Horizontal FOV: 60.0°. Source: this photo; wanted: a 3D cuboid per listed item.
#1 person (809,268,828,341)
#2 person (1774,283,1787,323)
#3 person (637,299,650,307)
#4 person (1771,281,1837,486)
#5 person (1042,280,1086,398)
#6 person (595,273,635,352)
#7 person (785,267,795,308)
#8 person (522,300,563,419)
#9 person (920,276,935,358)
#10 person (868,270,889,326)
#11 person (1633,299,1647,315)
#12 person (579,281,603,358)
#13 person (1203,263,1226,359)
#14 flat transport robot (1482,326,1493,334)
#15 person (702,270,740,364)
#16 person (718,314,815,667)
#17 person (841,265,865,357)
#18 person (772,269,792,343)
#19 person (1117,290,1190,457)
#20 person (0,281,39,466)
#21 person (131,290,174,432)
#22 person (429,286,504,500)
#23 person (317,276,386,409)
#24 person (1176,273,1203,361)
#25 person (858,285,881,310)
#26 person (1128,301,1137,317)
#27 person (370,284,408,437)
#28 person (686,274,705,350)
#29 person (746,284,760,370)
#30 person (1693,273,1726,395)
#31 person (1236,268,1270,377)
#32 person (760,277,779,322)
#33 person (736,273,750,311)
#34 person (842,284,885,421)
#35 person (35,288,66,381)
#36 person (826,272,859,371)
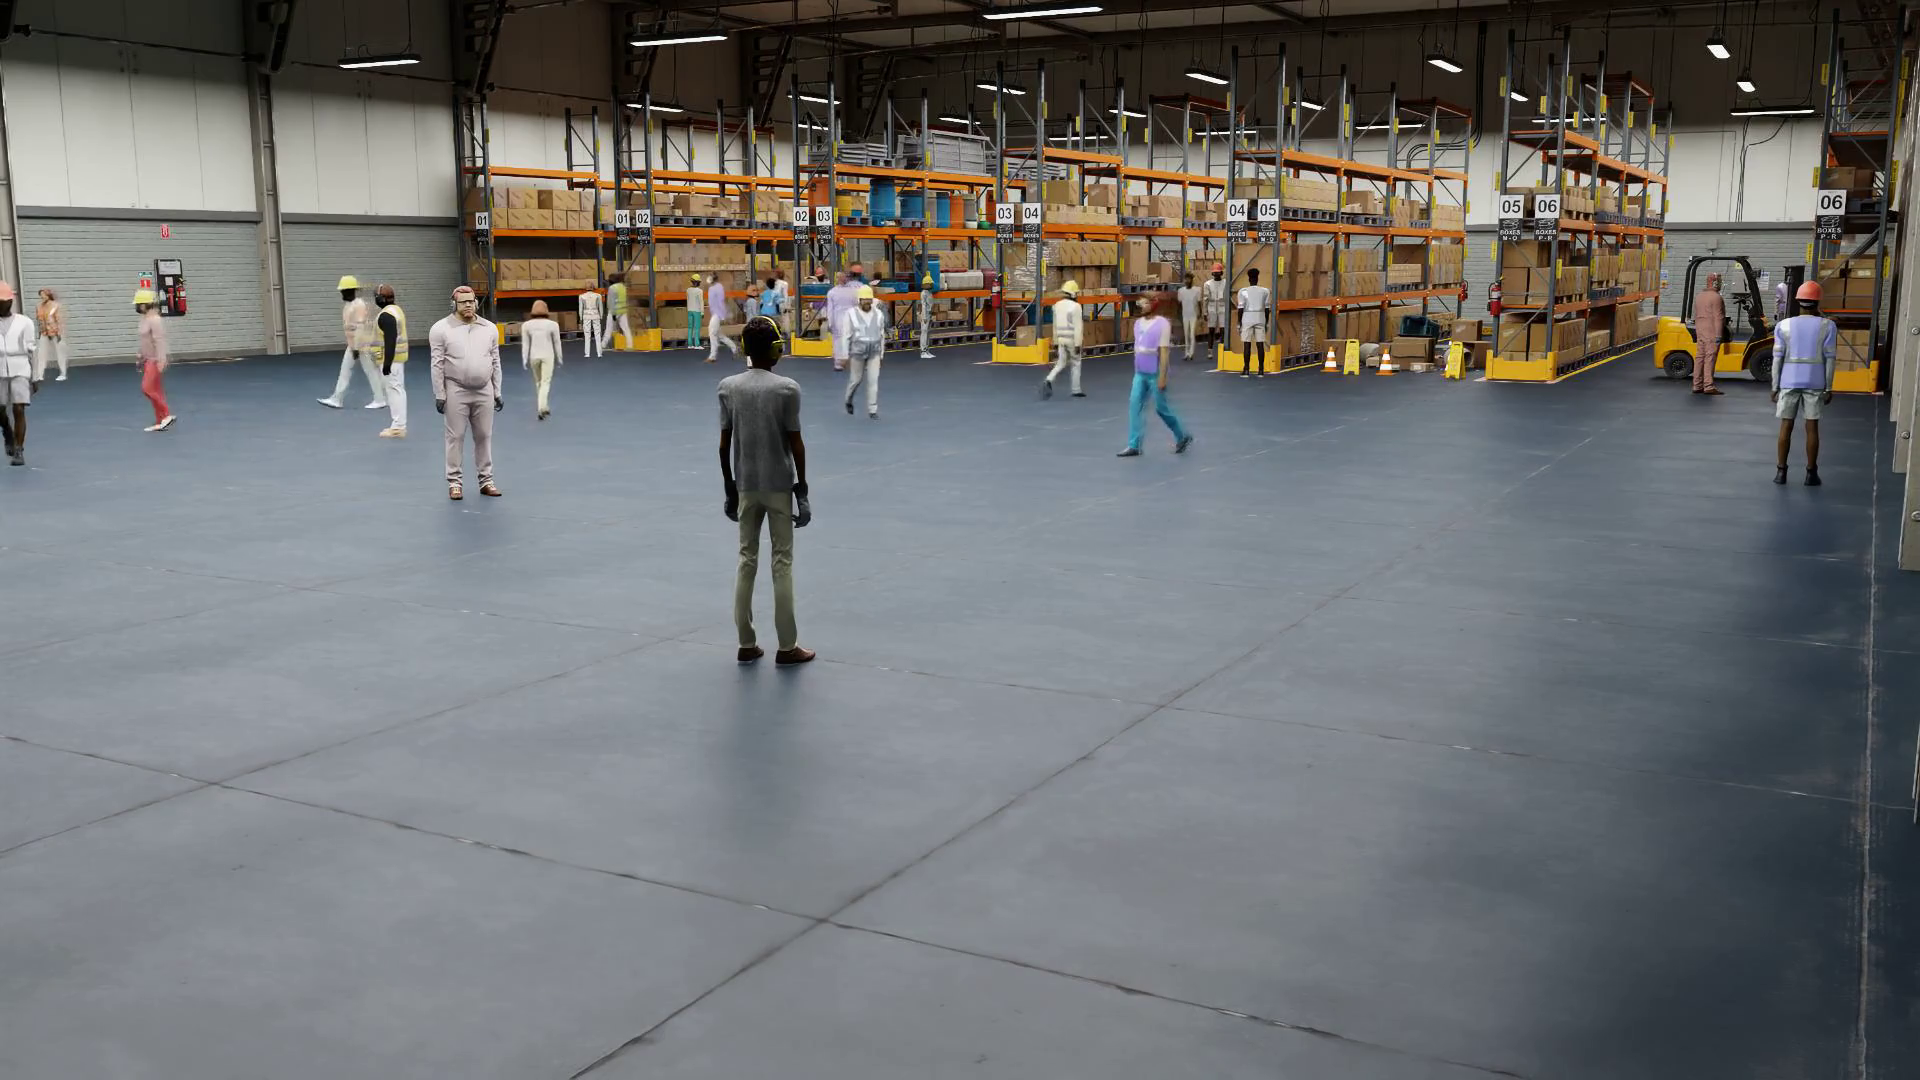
[{"bbox_3d":[-3.450,-5.774,41.144,0.548,1.877,1.018,2,10,12],"label":"person"},{"bbox_3d":[18.391,-5.073,36.916,0.581,1.918,0.405,5,11,25],"label":"person"},{"bbox_3d":[-7.719,-5.690,40.755,0.523,1.832,0.576,5,11,25],"label":"person"},{"bbox_3d":[8.015,-1.484,15.826,0.542,1.939,0.362,6,11,30],"label":"person"},{"bbox_3d":[1.613,-3.042,25.324,0.710,1.812,0.599,-8,12,-39],"label":"person"},{"bbox_3d":[-7.859,-5.182,37.935,1.028,1.781,0.638,5,11,28],"label":"person"},{"bbox_3d":[-5.204,-7.408,50.749,0.663,1.854,0.611,7,12,37],"label":"person"},{"bbox_3d":[-5.617,-2.419,22.319,0.504,1.605,0.840,0,10,1],"label":"person"},{"bbox_3d":[-0.693,-4.769,35.622,0.283,1.746,0.493,2,10,14],"label":"person"},{"bbox_3d":[-2.047,-5.811,41.500,0.637,1.820,0.634,5,11,25],"label":"person"},{"bbox_3d":[18.001,-6.239,44.036,0.996,1.820,0.549,9,13,42],"label":"person"},{"bbox_3d":[-7.910,-4.725,35.679,0.514,1.640,0.310,-3,10,-16],"label":"person"},{"bbox_3d":[5.440,-4.834,35.167,0.604,2.038,0.404,2,10,14],"label":"person"},{"bbox_3d":[14.333,-5.788,45.901,0.652,0.197,1.431,1,10,3],"label":"flat transport robot"},{"bbox_3d":[-4.867,-4.533,33.778,0.777,1.912,0.628,-4,11,-24],"label":"person"},{"bbox_3d":[-1.027,-0.255,8.833,0.513,1.872,0.328,3,10,19],"label":"person"},{"bbox_3d":[-2.287,-4.917,35.777,1.043,2.003,0.621,-6,11,-32],"label":"person"},{"bbox_3d":[-4.458,-5.853,41.663,0.591,1.837,0.946,5,11,27],"label":"person"},{"bbox_3d":[2.136,-1.821,18.167,0.857,1.822,0.571,-6,11,-32],"label":"person"},{"bbox_3d":[-9.951,-1.746,17.410,0.564,1.920,0.564,-5,11,-25],"label":"person"},{"bbox_3d":[-10.021,-2.201,20.564,0.376,1.755,0.542,-9,13,-42],"label":"person"},{"bbox_3d":[-4.417,-1.321,14.966,0.646,1.908,0.408,-7,12,-36],"label":"person"},{"bbox_3d":[-8.618,-2.771,23.500,0.989,1.880,0.604,-8,12,-38],"label":"person"},{"bbox_3d":[4.739,-4.619,34.570,0.564,1.816,0.804,4,11,24],"label":"person"},{"bbox_3d":[-1.792,-4.118,32.194,0.548,1.600,0.790,-5,11,-27],"label":"person"},{"bbox_3d":[5.517,-7.965,53.617,0.392,1.990,0.612,7,12,34],"label":"person"},{"bbox_3d":[-6.879,-2.155,20.054,0.430,1.839,0.625,-2,10,-9],"label":"person"},{"bbox_3d":[-6.162,-5.316,38.797,0.518,1.757,0.340,7,12,35],"label":"person"},{"bbox_3d":[-3.932,-4.054,31.758,0.286,1.636,0.499,-5,11,-26],"label":"person"},{"bbox_3d":[11.859,-3.251,26.268,0.410,1.909,0.643,-1,10,-7],"label":"person"},{"bbox_3d":[5.266,-3.895,29.878,0.600,1.959,0.375,-1,10,-4],"label":"person"},{"bbox_3d":[-4.501,-5.323,39.084,0.576,1.698,0.503,6,11,32],"label":"person"},{"bbox_3d":[-6.066,-6.659,46.632,0.525,1.769,0.309,5,11,28],"label":"person"},{"bbox_3d":[-1.308,-2.511,22.251,0.598,1.809,0.739,-4,10,-22],"label":"person"},{"bbox_3d":[-15.815,-3.538,28.789,0.545,1.602,0.780,2,10,9],"label":"person"},{"bbox_3d":[-2.199,-4.104,31.313,0.645,1.886,0.703,-4,11,-23],"label":"person"}]
